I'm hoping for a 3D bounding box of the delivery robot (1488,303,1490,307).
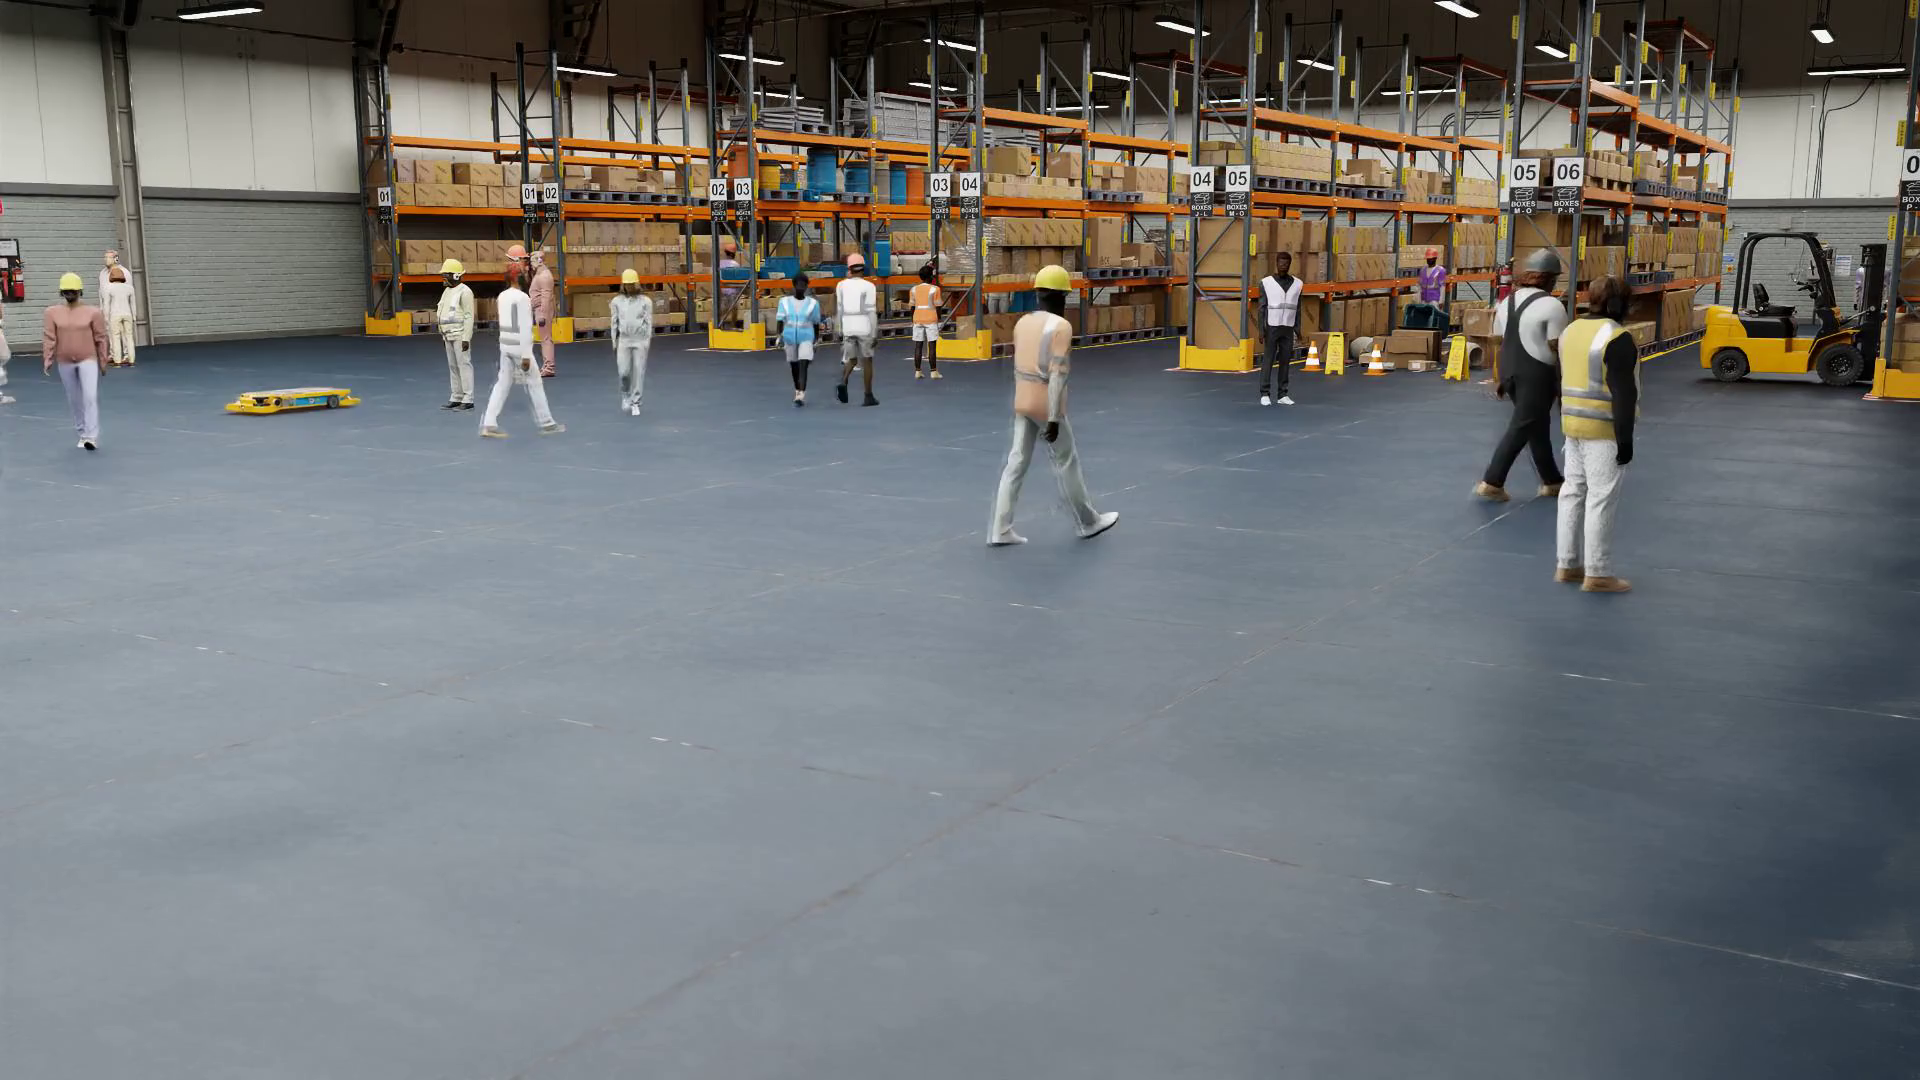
[{"bbox_3d":[13.066,-5.608,41.000,0.477,0.478,0.707,1,10,3],"label":"delivery robot"}]

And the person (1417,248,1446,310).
[{"bbox_3d":[8.997,-4.616,31.838,0.380,1.937,0.550,-8,13,-39],"label":"person"}]

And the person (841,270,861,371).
[{"bbox_3d":[-1.691,-3.493,26.399,0.375,1.625,0.546,-9,13,-40],"label":"person"}]

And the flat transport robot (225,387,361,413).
[{"bbox_3d":[-8.110,-1.716,20.255,0.652,0.197,1.431,6,12,31],"label":"flat transport robot"}]

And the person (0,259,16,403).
[{"bbox_3d":[-12.330,-2.718,21.090,0.485,1.981,0.635,-4,11,-20],"label":"person"}]

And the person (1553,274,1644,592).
[{"bbox_3d":[3.749,-0.623,9.744,0.429,1.841,0.631,-2,10,-13],"label":"person"}]

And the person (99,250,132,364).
[{"bbox_3d":[-14.256,-3.926,28.041,0.643,1.913,0.411,4,11,19],"label":"person"}]

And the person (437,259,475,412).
[{"bbox_3d":[-6.093,-2.468,20.091,0.403,1.835,0.588,-9,14,-42],"label":"person"}]

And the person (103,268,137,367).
[{"bbox_3d":[-13.756,-3.642,27.260,0.287,1.622,0.510,9,13,40],"label":"person"}]

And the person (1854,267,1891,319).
[{"bbox_3d":[17.287,-4.558,31.565,0.583,1.919,0.388,5,11,28],"label":"person"}]

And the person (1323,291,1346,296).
[{"bbox_3d":[9.113,-6.180,40.427,0.612,1.997,0.375,1,10,8],"label":"person"}]

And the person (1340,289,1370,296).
[{"bbox_3d":[8.915,-5.642,37.457,0.634,1.985,1.071,8,13,37],"label":"person"}]

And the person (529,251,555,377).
[{"bbox_3d":[-6.352,-3.421,25.235,0.408,1.907,0.638,-3,11,-16],"label":"person"}]

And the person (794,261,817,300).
[{"bbox_3d":[-3.530,-5.565,38.031,0.513,1.614,0.427,5,11,25],"label":"person"}]

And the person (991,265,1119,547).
[{"bbox_3d":[0.606,-0.898,11.204,0.993,1.869,0.595,-7,13,-36],"label":"person"}]

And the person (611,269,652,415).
[{"bbox_3d":[-3.860,-2.328,19.608,0.485,1.723,0.422,-1,10,-7],"label":"person"}]

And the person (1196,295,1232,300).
[{"bbox_3d":[4.489,-4.191,29.635,0.642,1.878,0.845,7,12,33],"label":"person"}]

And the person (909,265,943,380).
[{"bbox_3d":[-0.504,-3.238,24.784,0.533,1.698,0.322,5,11,28],"label":"person"}]

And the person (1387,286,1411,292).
[{"bbox_3d":[10.234,-5.844,38.841,0.543,1.903,0.949,6,12,31],"label":"person"}]

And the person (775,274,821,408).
[{"bbox_3d":[-2.010,-2.479,20.659,0.533,1.641,0.919,1,10,5],"label":"person"}]

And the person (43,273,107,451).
[{"bbox_3d":[-8.625,-1.718,16.203,0.532,1.727,0.890,-3,11,-16],"label":"person"}]

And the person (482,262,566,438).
[{"bbox_3d":[-4.638,-1.983,17.400,0.596,1.835,0.973,9,14,42],"label":"person"}]

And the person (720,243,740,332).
[{"bbox_3d":[-5.039,-5.431,36.161,0.625,2.024,0.591,8,13,37],"label":"person"}]

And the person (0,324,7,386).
[{"bbox_3d":[-13.750,-3.069,23.333,0.602,1.879,0.430,4,11,21],"label":"person"}]

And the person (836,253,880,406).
[{"bbox_3d":[-1.289,-2.591,20.578,0.586,1.906,0.580,4,11,23],"label":"person"}]

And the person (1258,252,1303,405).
[{"bbox_3d":[4.010,-2.650,20.882,0.591,1.916,0.383,-3,10,-15],"label":"person"}]

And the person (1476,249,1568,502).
[{"bbox_3d":[4.508,-1.321,13.086,1.032,2.000,0.696,-3,11,-17],"label":"person"}]

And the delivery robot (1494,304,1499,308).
[{"bbox_3d":[13.014,-5.495,40.366,0.707,0.478,0.477,0,10,-3],"label":"delivery robot"}]

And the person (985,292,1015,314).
[{"bbox_3d":[0.782,-4.810,32.961,0.623,1.933,0.371,1,10,5],"label":"person"}]

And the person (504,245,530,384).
[{"bbox_3d":[-6.360,-3.242,23.977,0.377,1.995,0.608,-5,11,-25],"label":"person"}]
